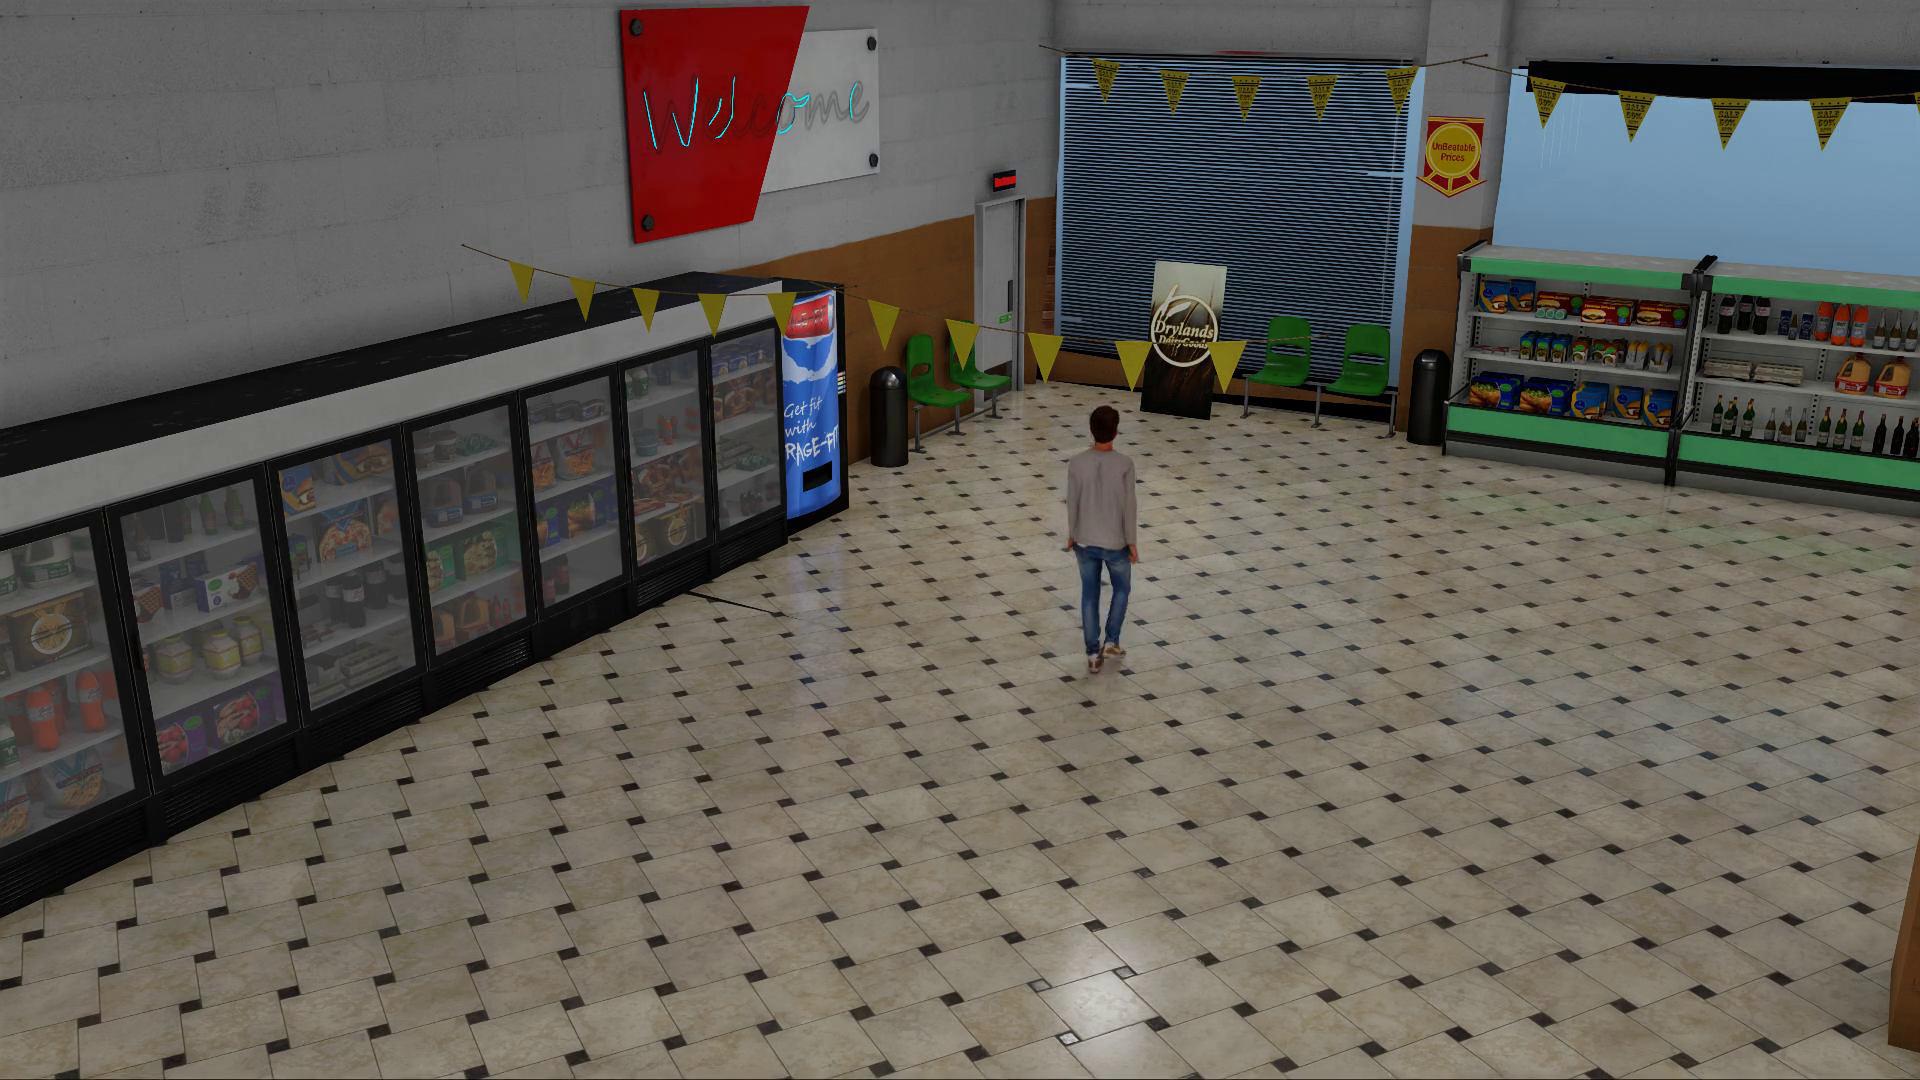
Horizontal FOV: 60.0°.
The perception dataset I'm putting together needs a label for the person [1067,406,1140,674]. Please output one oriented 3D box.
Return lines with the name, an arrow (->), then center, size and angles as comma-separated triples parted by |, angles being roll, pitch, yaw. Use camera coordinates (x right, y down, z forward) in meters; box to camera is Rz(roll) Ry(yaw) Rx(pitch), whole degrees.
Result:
person -> 0.967, 0.036, 11.510 | 0.645, 1.891, 0.809 | 6, 20, 17
